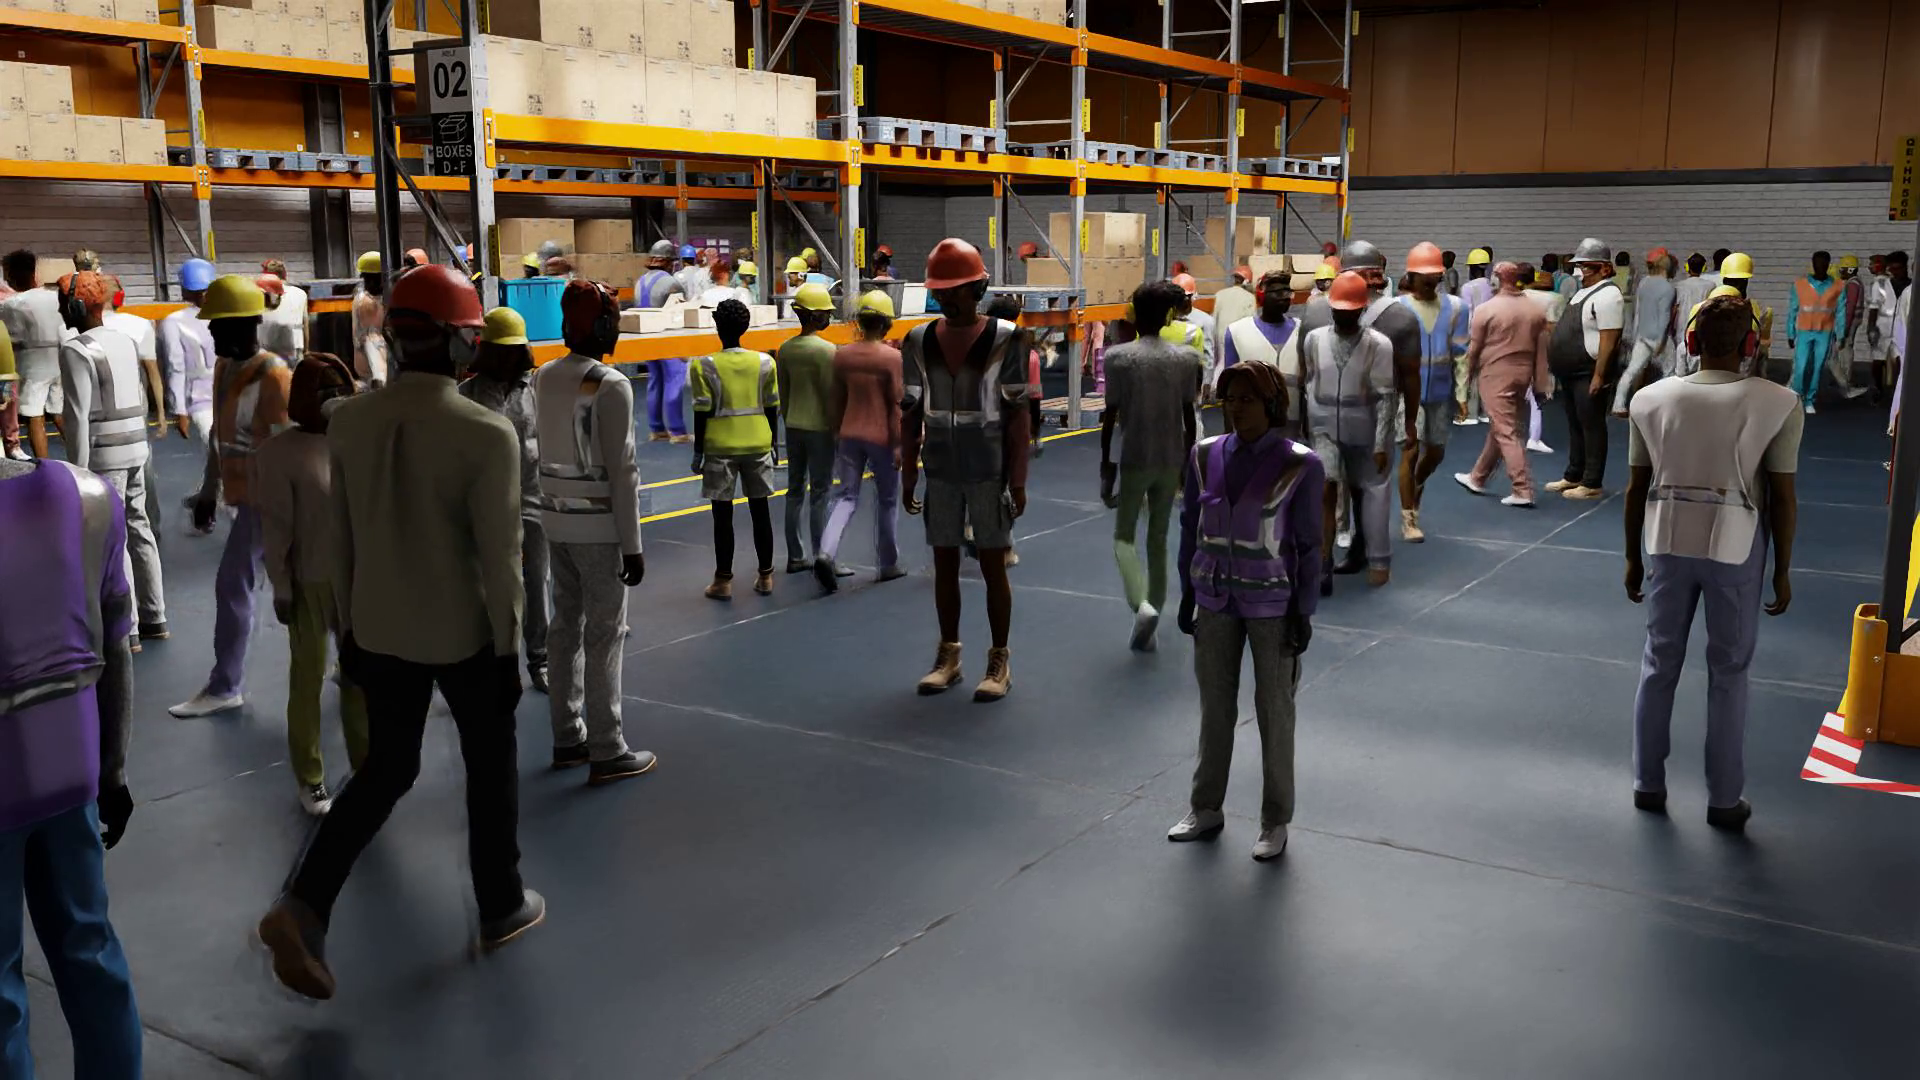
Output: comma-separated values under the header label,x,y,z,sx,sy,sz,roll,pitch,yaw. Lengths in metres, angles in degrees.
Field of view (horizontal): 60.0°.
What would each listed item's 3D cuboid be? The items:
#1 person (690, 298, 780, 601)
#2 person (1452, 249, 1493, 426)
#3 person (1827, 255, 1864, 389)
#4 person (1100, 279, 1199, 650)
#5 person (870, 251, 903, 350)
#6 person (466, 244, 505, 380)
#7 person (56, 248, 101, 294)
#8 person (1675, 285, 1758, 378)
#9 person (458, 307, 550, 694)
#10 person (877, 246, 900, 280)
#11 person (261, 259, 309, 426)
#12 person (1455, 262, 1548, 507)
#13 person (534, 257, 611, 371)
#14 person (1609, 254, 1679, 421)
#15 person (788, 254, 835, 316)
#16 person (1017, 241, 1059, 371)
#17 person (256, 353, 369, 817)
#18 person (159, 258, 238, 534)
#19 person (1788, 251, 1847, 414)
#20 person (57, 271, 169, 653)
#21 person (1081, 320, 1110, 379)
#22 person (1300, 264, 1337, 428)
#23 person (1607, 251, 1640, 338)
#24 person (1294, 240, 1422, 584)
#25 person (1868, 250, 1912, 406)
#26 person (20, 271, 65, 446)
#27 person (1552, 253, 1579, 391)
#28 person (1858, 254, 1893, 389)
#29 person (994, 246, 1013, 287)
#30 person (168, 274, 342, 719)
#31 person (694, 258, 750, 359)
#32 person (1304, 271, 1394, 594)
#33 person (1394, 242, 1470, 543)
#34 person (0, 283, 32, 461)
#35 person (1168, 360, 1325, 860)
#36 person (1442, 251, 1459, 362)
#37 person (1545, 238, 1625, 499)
label,x,y,z,sx,sy,sz,roll,pitch,yaw
person,-1.266,-0.505,9.377,0.531,1.698,0.320,-5,12,-28
person,5.646,-2.211,18.200,0.594,1.924,0.382,-7,12,-33
person,12.082,-2.966,22.674,0.403,1.824,0.596,5,11,27
person,0.937,-0.344,8.108,0.520,1.843,0.475,-1,10,-8
person,-0.822,-2.116,17.733,0.599,1.909,0.402,-10,14,-43
person,-5.263,-2.262,18.283,0.612,1.997,0.375,-2,10,-12
person,-8.713,-1.939,16.666,0.628,1.937,0.378,4,11,19
person,4.713,-0.712,10.401,0.492,1.742,0.318,9,14,41
person,-1.974,-0.148,7.298,0.485,1.737,0.321,-6,12,-32
person,-1.157,-3.675,26.295,0.376,1.933,0.545,4,11,20
person,-6.750,-1.876,16.599,0.397,1.836,0.562,9,13,40
person,4.158,-1.209,12.849,0.643,1.849,1.006,-5,11,-24
person,-3.286,-1.441,14.077,0.662,1.883,0.459,3,11,16
person,7.809,-2.249,18.594,1.071,1.875,0.633,-2,10,-10
person,-1.841,-2.682,21.043,0.621,1.845,0.430,1,10,4
person,1.144,-3.488,25.030,0.637,2.012,0.664,-3,11,-15
person,-2.228,0.150,5.931,0.280,1.633,0.500,8,13,36
person,-4.989,-0.909,11.064,0.872,1.908,0.632,6,12,32
person,9.958,-2.395,19.319,0.601,1.896,0.651,3,11,17
person,-4.201,-0.378,8.196,0.354,1.876,0.574,0,10,1
person,1.981,-3.358,24.406,0.408,1.984,0.617,-8,13,-38
person,3.881,-2.056,17.784,0.523,1.769,0.313,10,14,43
person,10.705,-3.756,26.998,0.626,1.844,0.429,6,12,32
person,2.339,-0.764,9.866,0.760,2.000,0.540,3,11,17
person,11.177,-2.503,19.850,0.600,1.912,0.849,7,12,34
person,-9.030,-1.777,16.322,0.573,1.738,0.354,-5,11,-25
person,8.147,-2.931,22.418,0.325,1.842,0.513,-2,10,-13
person,12.503,-2.954,22.603,0.574,1.831,0.407,-9,13,-40
person,0.770,-4.321,29.857,0.374,1.939,0.629,0,10,0
person,-3.030,-0.223,7.312,0.963,1.887,0.597,-9,14,-41
person,-2.257,-1.717,15.658,0.607,1.860,0.647,3,11,14
person,2.270,-0.635,9.712,0.550,1.852,1.074,5,11,25
person,3.129,-1.023,11.385,0.605,2.018,0.822,0,10,-1
person,-8.770,-1.639,15.088,0.403,1.906,0.651,7,12,32
person,0.948,0.225,5.495,0.512,1.641,0.309,8,13,36
person,8.101,-3.877,27.654,0.329,1.844,0.515,2,10,8
person,4.890,-1.345,13.083,0.538,2.000,0.687,0,10,2
